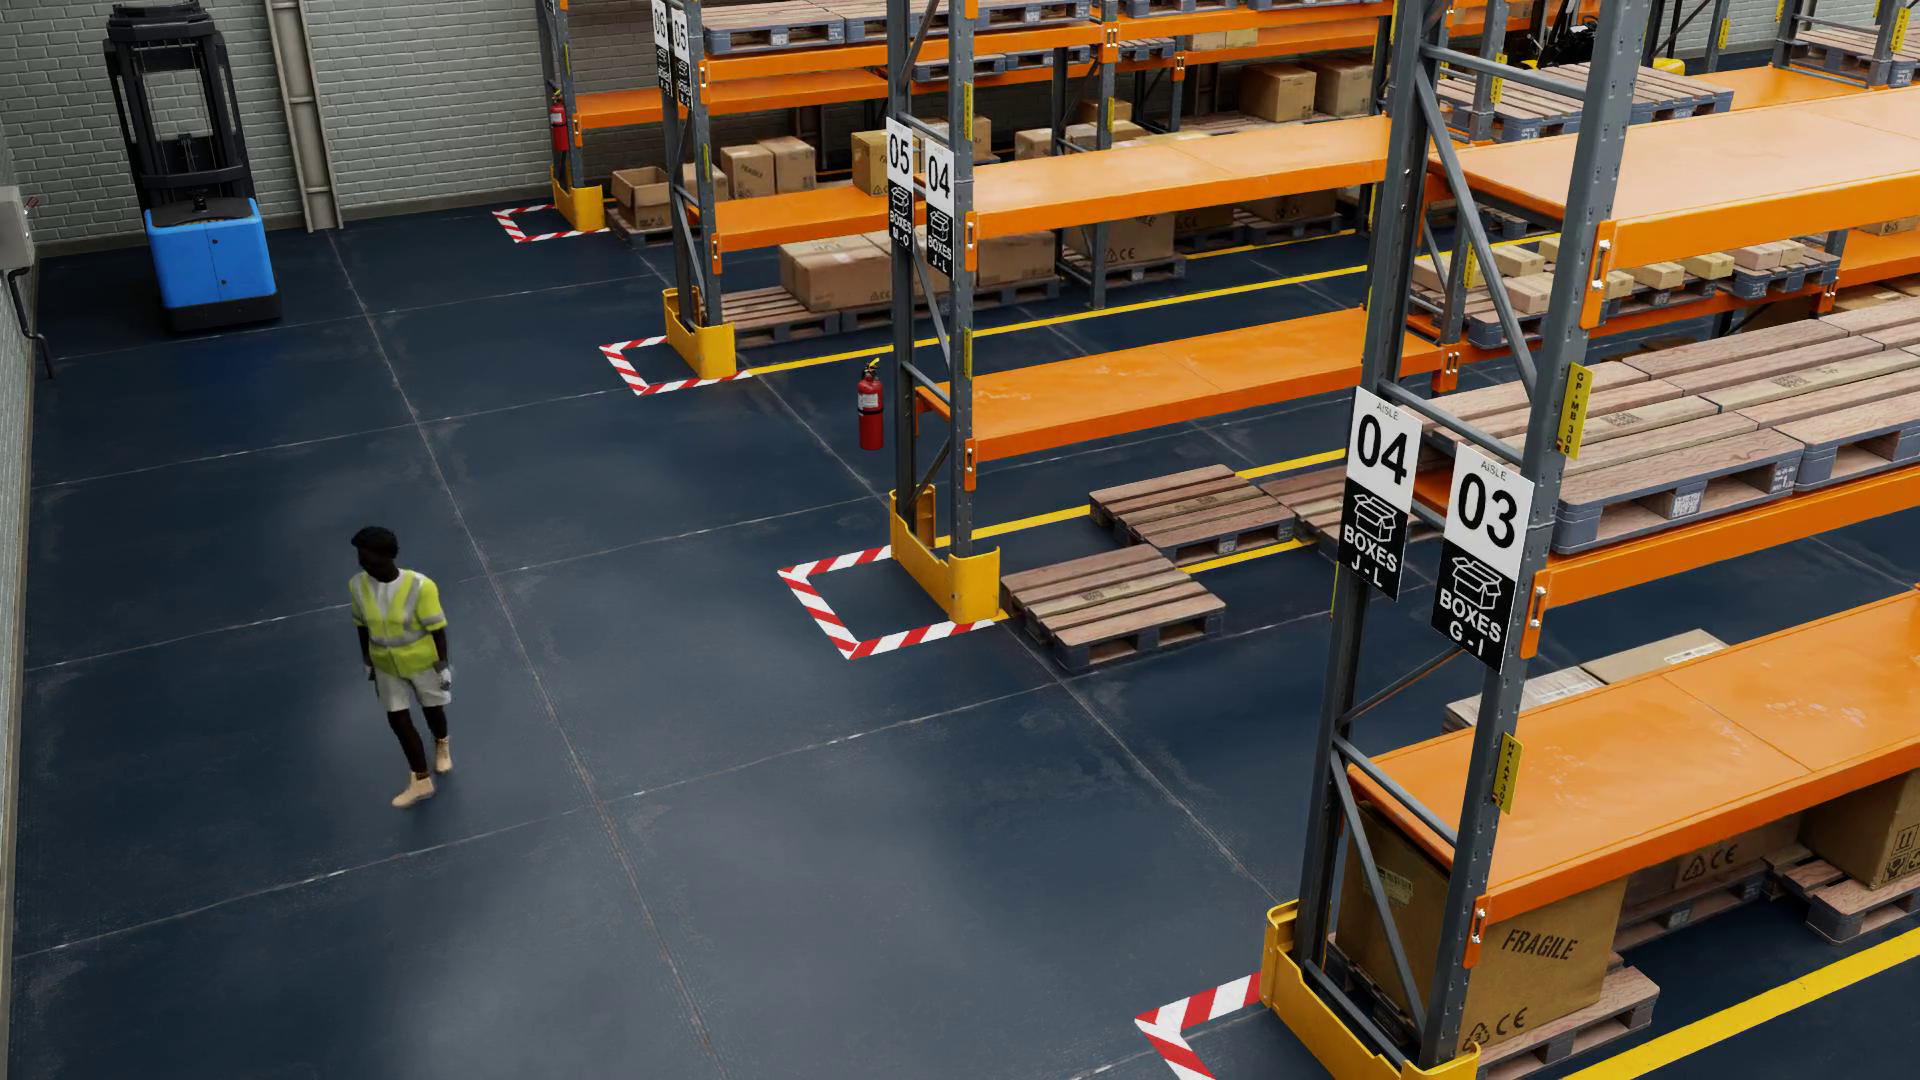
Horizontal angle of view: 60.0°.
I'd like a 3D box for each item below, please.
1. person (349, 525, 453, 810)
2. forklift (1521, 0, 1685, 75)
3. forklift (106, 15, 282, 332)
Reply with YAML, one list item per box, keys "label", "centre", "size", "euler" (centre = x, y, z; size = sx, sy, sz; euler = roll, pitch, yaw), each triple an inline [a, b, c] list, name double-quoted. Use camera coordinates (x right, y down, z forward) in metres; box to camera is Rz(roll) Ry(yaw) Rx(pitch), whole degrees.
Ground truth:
- label: "person"
  centre: [-3.082, 0.677, 9.286]
  size: [0.588, 1.658, 0.582]
  euler: [3, 28, 5]
- label: "forklift"
  centre: [8.950, -6.807, 23.056]
  size: [1.214, 2.155, 2.313]
  euler: [-12, 30, -22]
- label: "forklift"
  centre: [-7.548, -3.672, 16.323]
  size: [1.129, 2.768, 1.873]
  euler: [-12, 30, -22]
